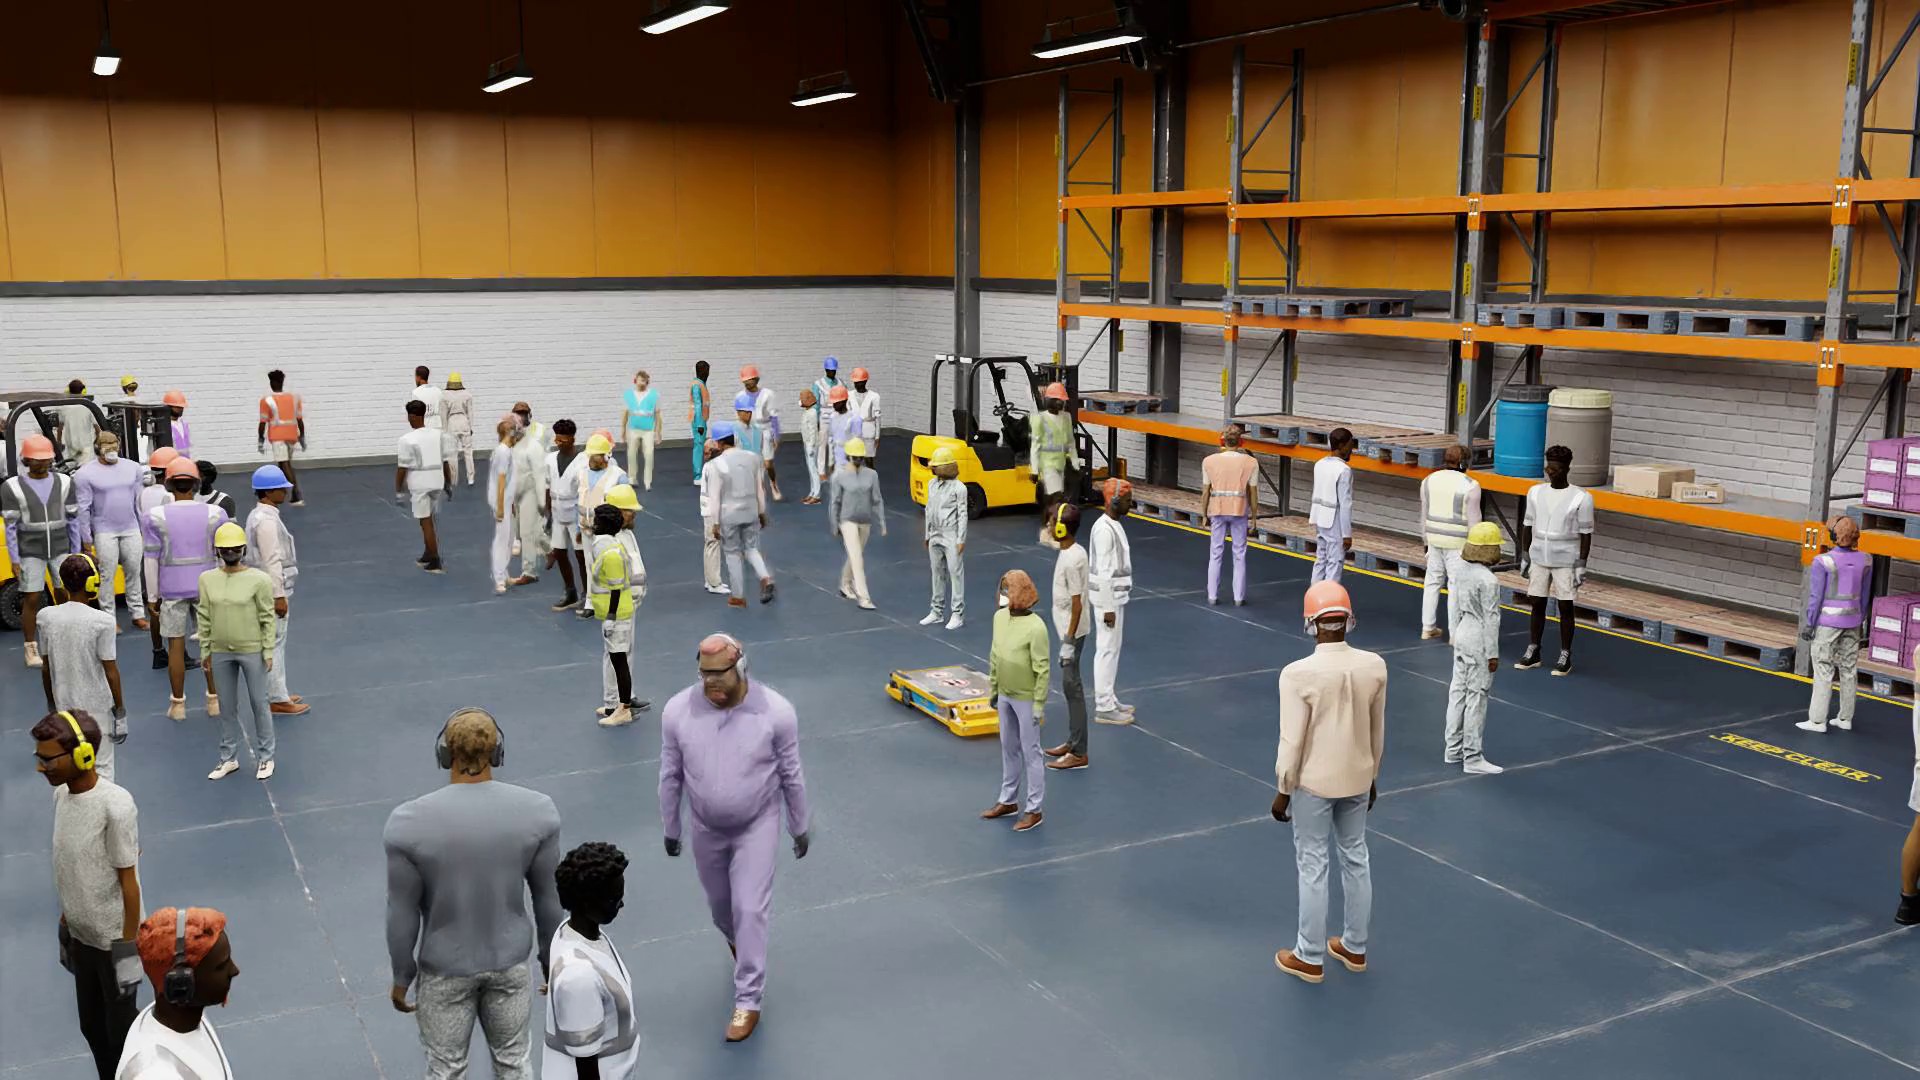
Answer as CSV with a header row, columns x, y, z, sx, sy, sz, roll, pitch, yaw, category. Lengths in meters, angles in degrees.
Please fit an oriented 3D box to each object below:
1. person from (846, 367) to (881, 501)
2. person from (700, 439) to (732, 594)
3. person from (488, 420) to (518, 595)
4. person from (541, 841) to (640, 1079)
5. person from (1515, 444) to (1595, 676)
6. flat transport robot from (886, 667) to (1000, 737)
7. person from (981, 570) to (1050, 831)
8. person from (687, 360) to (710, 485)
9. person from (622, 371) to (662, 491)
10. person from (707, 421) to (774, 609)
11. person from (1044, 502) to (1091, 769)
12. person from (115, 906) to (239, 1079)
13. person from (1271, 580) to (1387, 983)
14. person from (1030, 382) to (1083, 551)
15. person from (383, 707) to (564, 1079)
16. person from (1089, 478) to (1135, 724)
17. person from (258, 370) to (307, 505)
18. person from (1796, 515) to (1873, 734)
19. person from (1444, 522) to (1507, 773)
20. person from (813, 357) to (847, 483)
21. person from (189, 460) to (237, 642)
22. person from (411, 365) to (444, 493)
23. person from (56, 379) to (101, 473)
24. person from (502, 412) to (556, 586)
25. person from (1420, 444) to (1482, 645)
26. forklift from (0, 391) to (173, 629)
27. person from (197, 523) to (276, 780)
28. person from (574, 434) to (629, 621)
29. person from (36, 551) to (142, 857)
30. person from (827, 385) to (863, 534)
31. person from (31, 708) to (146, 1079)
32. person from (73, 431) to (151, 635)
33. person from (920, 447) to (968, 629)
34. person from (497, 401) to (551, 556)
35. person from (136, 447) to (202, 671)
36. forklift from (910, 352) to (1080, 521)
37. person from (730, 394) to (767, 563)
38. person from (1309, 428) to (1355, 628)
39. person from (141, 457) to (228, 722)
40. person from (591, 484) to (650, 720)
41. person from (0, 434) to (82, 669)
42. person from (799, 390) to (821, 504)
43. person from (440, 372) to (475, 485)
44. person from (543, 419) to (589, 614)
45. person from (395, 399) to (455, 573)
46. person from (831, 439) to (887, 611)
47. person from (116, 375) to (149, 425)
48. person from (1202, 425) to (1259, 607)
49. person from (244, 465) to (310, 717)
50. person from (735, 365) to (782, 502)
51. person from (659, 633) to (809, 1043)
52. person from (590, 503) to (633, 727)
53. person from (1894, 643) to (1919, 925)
x,y,z,sx,sy,sz,roll,pitch,yaw,category
-1.415,-1.513,23.877,0.551,1.933,0.365,1,10,8,person
-2.578,-0.258,17.500,0.309,1.641,0.514,-3,10,-15,person
-4.799,-0.339,17.532,0.360,1.810,0.700,-3,10,-14,person
-1.208,1.808,5.455,0.320,1.692,0.532,-3,10,-14,person
5.048,0.164,14.132,0.608,1.965,0.364,10,14,44,person
0.002,1.220,12.928,0.652,0.197,1.431,-5,11,-25,flat transport robot
0.357,0.987,10.352,0.286,1.633,0.500,-7,12,-36,person
-4.012,-1.811,25.656,0.391,1.914,0.587,-1,10,-5,person
-4.824,-1.630,24.947,0.746,1.808,0.420,1,10,8,person
-2.188,-0.229,16.550,0.670,1.908,0.614,-8,13,-39,person
0.746,0.665,11.543,0.325,1.865,0.516,1,10,5,person
-2.072,1.888,4.476,0.345,1.876,0.578,-3,10,-19,person
1.802,1.184,8.200,0.612,1.986,0.401,-4,11,-23,person
1.181,-0.881,20.015,0.722,2.019,0.626,9,13,41,person
-1.783,1.569,6.163,0.639,1.928,0.369,-5,11,-25,person
1.174,0.460,12.695,0.387,1.880,0.578,2,10,13,person
-9.638,-1.449,23.607,1.022,1.919,0.615,7,12,35,person
6.516,0.632,12.376,0.522,1.639,0.305,-3,10,-14,person
3.583,0.733,11.496,0.299,1.743,0.493,-2,10,-13,person
-2.008,-1.870,25.895,0.617,1.946,0.393,-7,12,-33,person
-6.863,0.104,15.248,0.536,1.696,0.322,3,10,18,person
-7.830,-1.610,24.490,0.373,1.914,0.596,3,10,18,person
-11.997,-1.272,22.727,0.577,1.849,0.609,-3,10,-14,person
-4.667,-0.475,18.080,0.685,1.872,0.660,8,13,39,person
4.507,0.038,15.252,0.429,1.836,0.631,-7,12,-37,person
-9.026,-0.363,16.508,1.214,2.155,2.313,6,11,29,forklift
-4.909,0.754,11.303,0.525,1.772,0.302,0,10,0,person
-3.483,-0.112,16.103,0.589,1.834,0.403,4,11,21,person
-5.078,0.995,9.665,0.510,1.861,0.324,1,10,8,person
-1.476,-1.000,20.989,0.448,1.912,0.557,-10,14,-44,person
-3.343,1.557,6.447,0.528,1.857,0.333,7,12,34,person
-7.929,-0.071,15.606,0.381,1.929,0.636,8,13,38,person
-0.153,-0.021,15.855,0.483,1.738,0.313,8,13,40,person
-5.133,-0.722,19.636,0.619,1.836,0.431,-3,10,-15,person
-6.761,0.165,14.255,0.540,1.929,0.390,5,11,28,person
0.460,-1.461,22.833,2.313,2.155,1.214,-5,11,-28,forklift
-2.491,-0.716,19.251,0.389,1.948,0.607,8,13,40,person
3.553,-0.119,15.907,0.369,1.915,0.597,-3,10,-16,person
-5.909,0.375,12.739,0.613,2.033,0.410,-6,12,-33,person
-2.610,0.474,12.777,0.403,1.821,0.601,1,10,3,person
-7.889,0.095,14.358,0.428,2.033,0.609,10,14,44,person
-2.147,-1.329,23.715,0.288,1.628,0.502,-3,10,-15,person
-7.739,-1.718,25.610,0.485,1.744,0.308,-5,11,-25,person
-3.850,-0.237,16.491,0.621,1.950,0.391,5,11,26,person
-6.061,-0.607,18.633,0.768,1.937,0.647,7,12,36,person
-1.050,-0.184,16.893,0.535,1.716,0.937,-6,12,-31,person
-12.264,-1.562,24.681,0.351,1.758,0.522,6,11,30,person
2.722,-0.234,16.800,0.562,1.837,0.387,2,10,13,person
-5.321,0.387,12.895,0.391,1.949,0.602,-6,11,-29,person
-2.839,-1.479,23.483,0.641,2.012,0.708,2,10,13,person
-1.065,1.309,7.868,0.677,1.866,0.891,1,10,5,person
-2.639,0.562,12.615,0.319,1.697,0.532,-2,10,-13,person
5.216,1.134,8.669,0.383,1.929,0.539,-3,10,-17,person
